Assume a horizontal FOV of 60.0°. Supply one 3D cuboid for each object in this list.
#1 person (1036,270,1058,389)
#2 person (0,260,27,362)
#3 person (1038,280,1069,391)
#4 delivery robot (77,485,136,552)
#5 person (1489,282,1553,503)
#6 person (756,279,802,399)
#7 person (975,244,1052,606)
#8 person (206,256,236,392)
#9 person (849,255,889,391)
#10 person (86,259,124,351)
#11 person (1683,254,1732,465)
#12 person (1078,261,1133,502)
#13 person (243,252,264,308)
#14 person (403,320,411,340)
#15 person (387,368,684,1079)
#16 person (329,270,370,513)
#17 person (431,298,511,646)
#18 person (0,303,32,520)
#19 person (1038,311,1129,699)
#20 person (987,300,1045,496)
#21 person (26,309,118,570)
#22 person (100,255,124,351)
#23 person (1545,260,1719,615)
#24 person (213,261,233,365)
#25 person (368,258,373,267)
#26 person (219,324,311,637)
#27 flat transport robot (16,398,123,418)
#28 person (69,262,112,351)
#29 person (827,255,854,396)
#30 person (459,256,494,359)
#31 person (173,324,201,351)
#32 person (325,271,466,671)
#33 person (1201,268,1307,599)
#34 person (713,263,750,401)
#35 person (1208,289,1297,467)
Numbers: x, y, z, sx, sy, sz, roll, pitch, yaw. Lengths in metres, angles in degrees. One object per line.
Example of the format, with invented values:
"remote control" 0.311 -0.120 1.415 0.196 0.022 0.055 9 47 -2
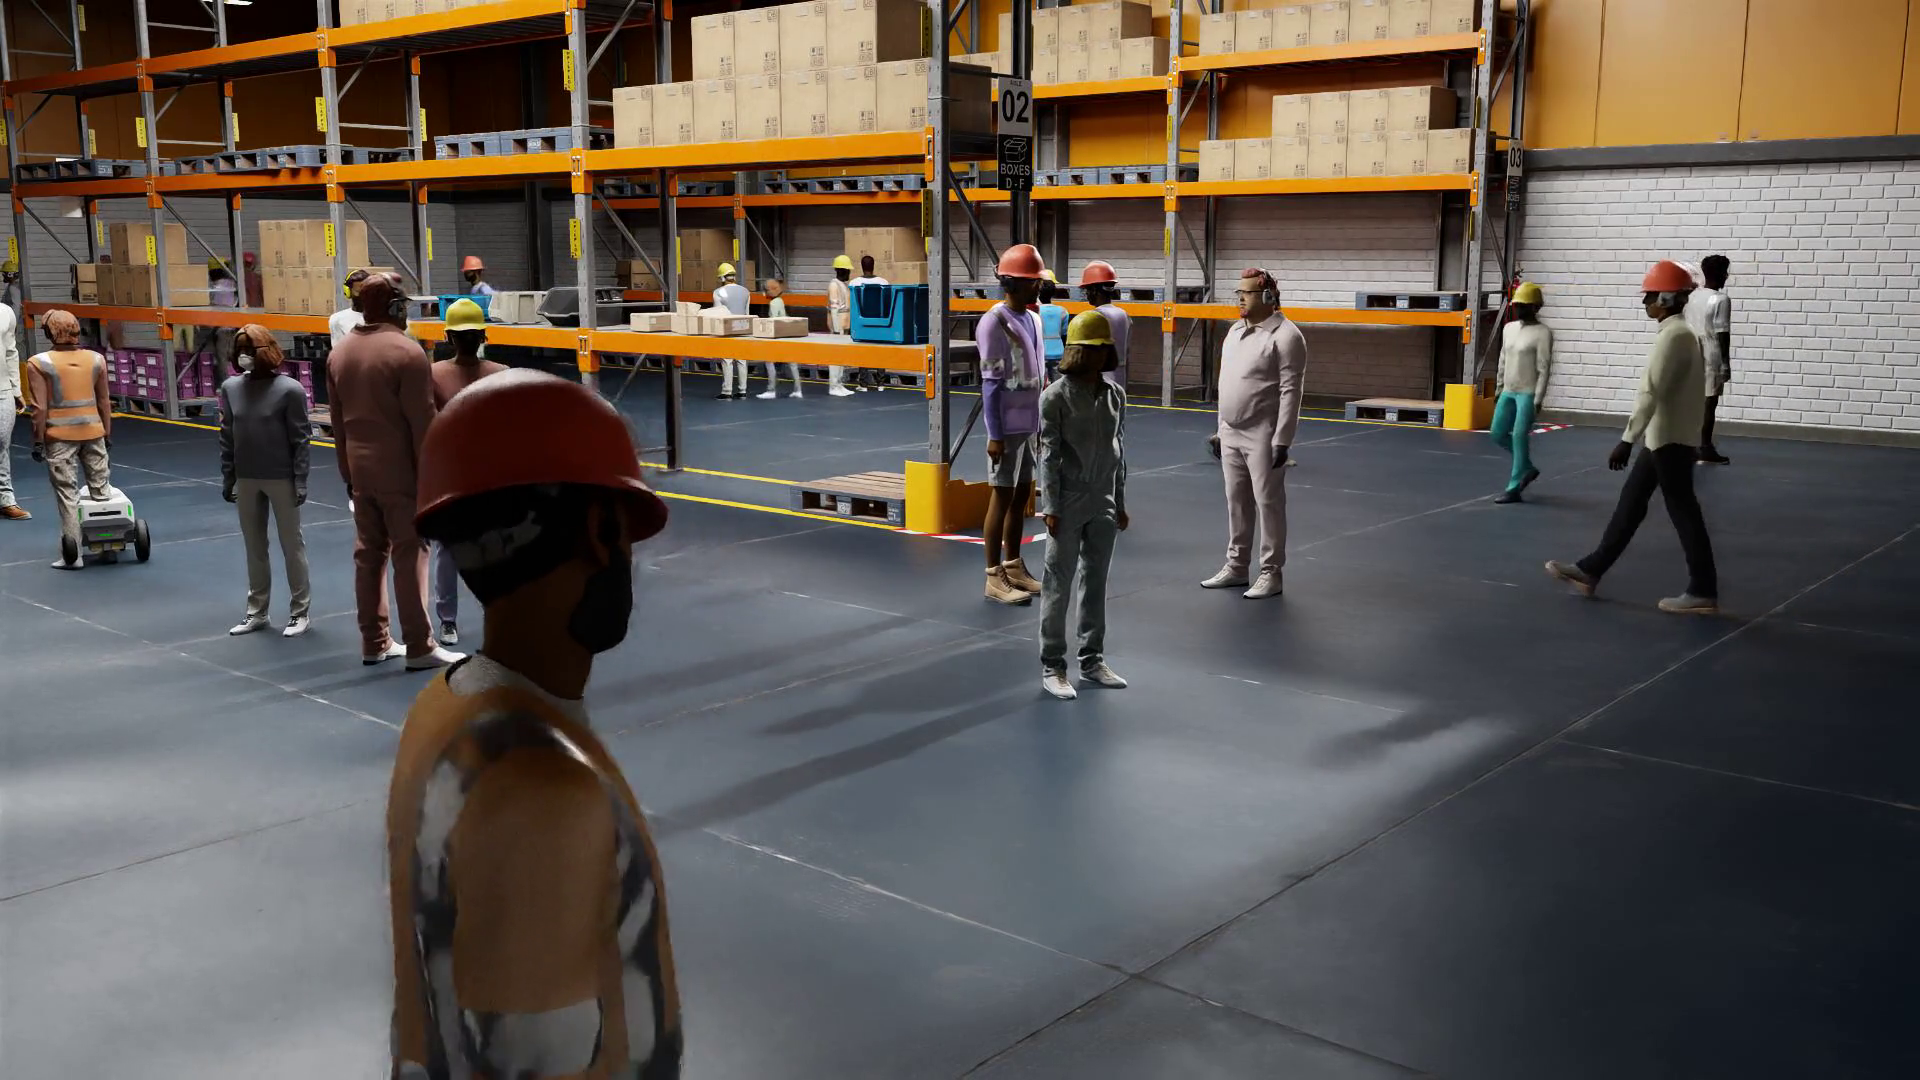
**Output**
"person" 1.002 -2.309 19.707 0.319 1.769 0.523 -2 10 -11
"person" -14.400 -3.334 25.358 0.404 1.833 0.590 -4 11 -22
"person" 0.935 -1.981 18.035 0.534 1.698 0.318 -5 11 -28
"delivery robot" -5.597 -0.188 10.813 0.477 0.478 0.707 -6 12 -32
"person" 4.481 -1.175 13.268 0.518 1.755 0.570 -4 11 -22
"person" -2.432 -2.694 22.374 0.588 1.599 0.529 1 10 8
"person" 0.336 -0.655 9.512 0.379 2.041 0.614 5 11 27
"person" -10.170 -2.964 23.006 0.512 1.916 0.603 2 10 9
"person" -1.285 -3.061 23.562 0.590 1.916 0.386 -3 10 -16
"person" -12.637 -3.200 24.471 0.768 1.869 0.695 3 10 17
"person" 7.018 -1.693 15.630 0.367 1.967 0.600 -3 10 -16
"person" 1.021 -1.065 12.171 0.380 1.929 0.541 8 13 38
"person" -12.056 -3.893 28.179 0.608 1.963 0.848 2 10 13
"person" -4.339 -1.122 12.802 0.510 1.826 0.708 9 13 41
"person" -0.441 0.779 1.795 0.376 1.898 0.692 -4 11 -20
"person" -4.562 -1.134 12.766 0.312 1.860 0.499 9 14 43
"person" -2.512 -0.350 8.555 0.524 1.769 0.316 -7 12 -33
"person" -7.170 -1.077 12.201 0.371 1.940 0.630 5 11 25
"person" 0.575 -0.162 7.553 0.484 1.744 0.295 -7 12 -36
"person" 0.470 -1.248 13.470 0.429 1.839 0.622 9 13 40
"person" -5.602 -0.630 10.507 0.313 1.639 0.517 6 12 32
"person" -14.181 -3.794 27.755 0.641 1.913 0.407 5 11 25
"person" 3.829 -0.573 9.314 0.996 1.946 0.615 5 11 27
"person" -12.631 -3.916 28.784 1.036 1.806 0.551 0 10 0
"person" -7.145 -2.451 20.025 0.370 1.941 0.627 9 14 43
"person" -3.625 -0.306 8.682 0.501 1.633 0.279 2 10 10
"flat transport robot" -10.588 -1.563 19.717 1.431 0.197 0.652 8 13 39
"person" -13.044 -3.270 25.068 0.693 1.812 0.661 1 10 8
"person" -1.625 -2.940 22.842 0.381 1.924 0.594 2 10 10
"person" -6.181 -2.610 20.993 0.589 1.920 0.559 -7 12 -36
"person" -12.087 -3.301 25.778 0.375 1.610 0.565 9 13 40
"person" -2.717 -0.327 8.014 0.639 1.912 0.402 6 12 31
"person" 1.699 -0.618 9.684 0.409 1.909 0.641 -6 12 -30
"person" -3.057 -2.754 22.083 0.403 1.823 0.586 9 14 43
"person" 2.734 -1.504 15.406 0.736 1.666 0.526 0 10 -1
